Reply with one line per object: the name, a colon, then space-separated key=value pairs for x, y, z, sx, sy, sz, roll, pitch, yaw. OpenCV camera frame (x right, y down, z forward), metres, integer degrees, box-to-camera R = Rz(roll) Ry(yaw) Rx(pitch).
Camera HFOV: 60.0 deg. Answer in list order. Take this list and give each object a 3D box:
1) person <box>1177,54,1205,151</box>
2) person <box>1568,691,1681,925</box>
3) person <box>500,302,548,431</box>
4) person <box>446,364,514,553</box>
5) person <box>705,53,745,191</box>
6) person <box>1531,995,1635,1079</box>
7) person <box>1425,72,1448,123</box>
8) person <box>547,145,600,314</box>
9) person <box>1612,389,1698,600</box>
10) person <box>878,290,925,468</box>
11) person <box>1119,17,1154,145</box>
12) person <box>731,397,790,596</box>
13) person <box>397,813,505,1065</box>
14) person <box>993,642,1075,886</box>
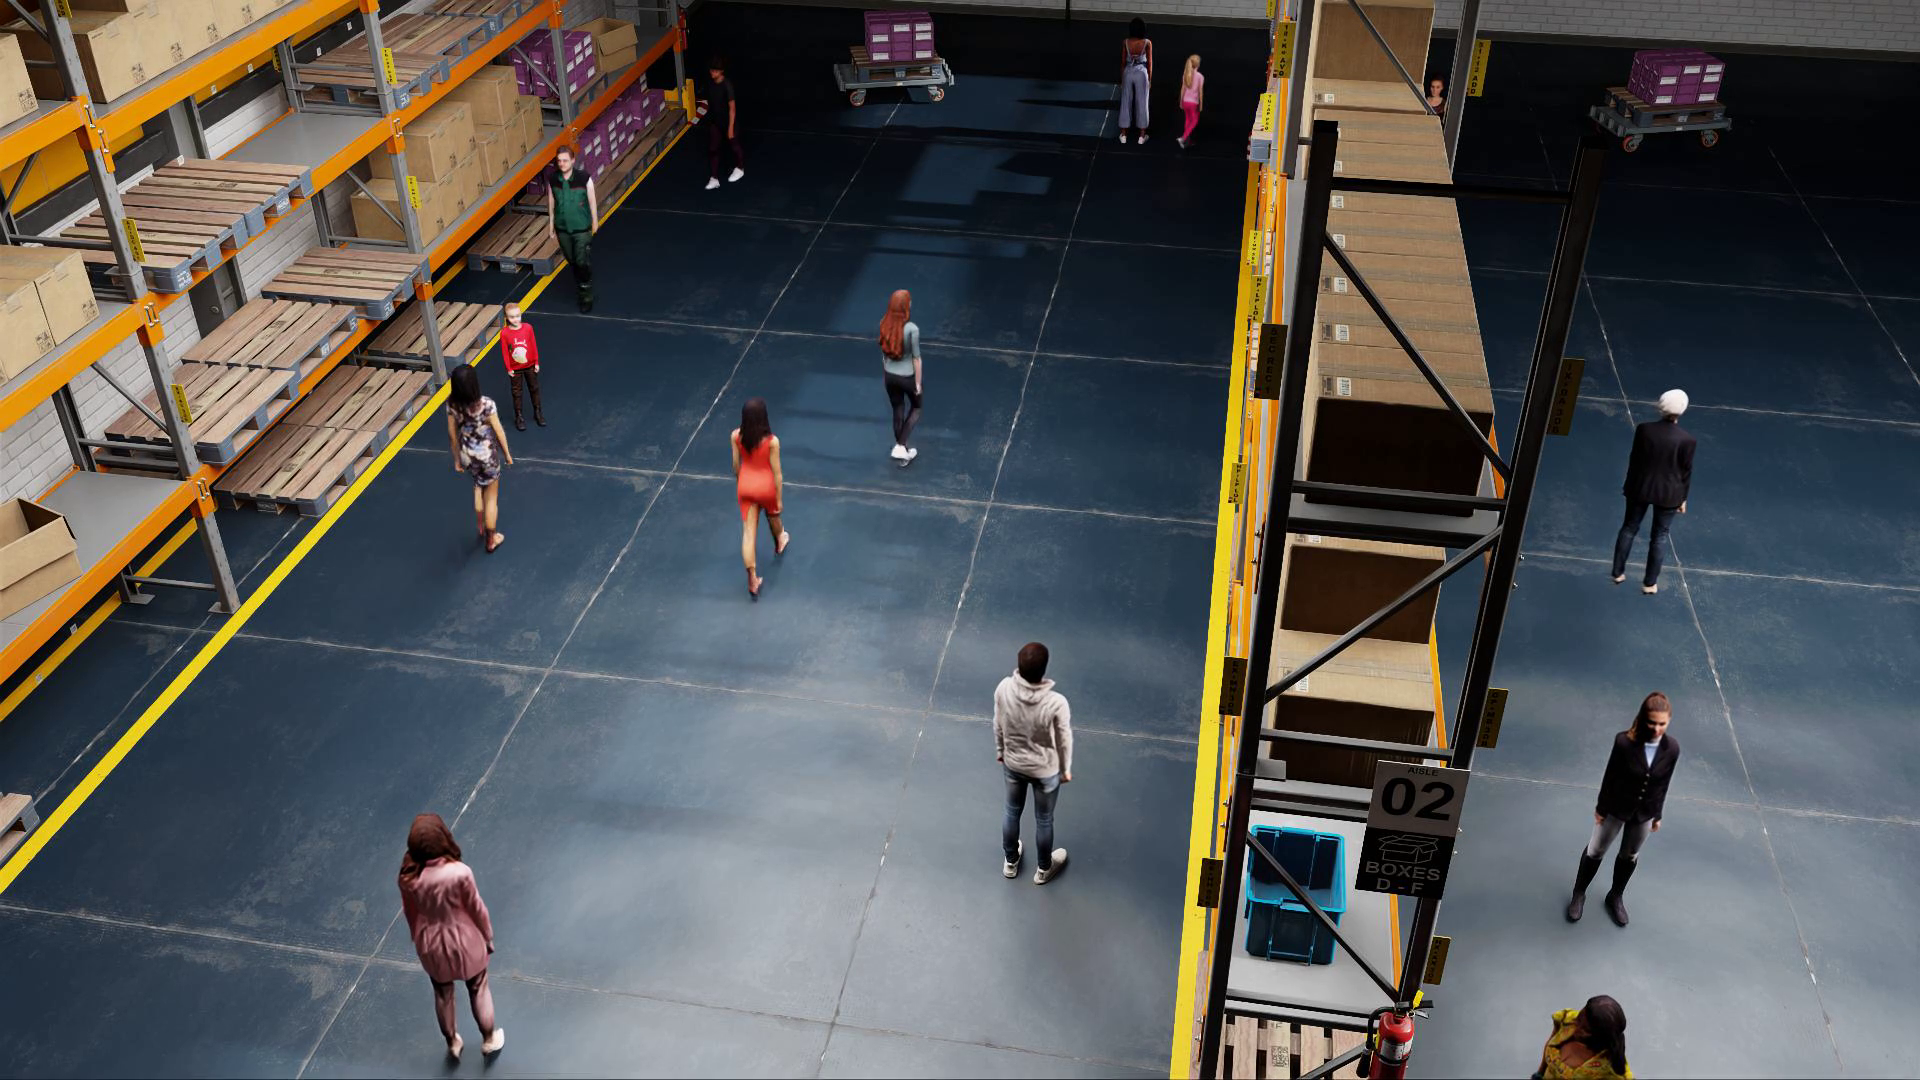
person: x=3.047 y=-5.795 z=22.084 sx=0.687 sy=1.264 sz=0.794 roll=25 pitch=41 yaw=33
person: x=4.177 y=1.691 z=10.402 sx=0.559 sy=1.729 sz=0.543 roll=5 pitch=34 yaw=7
person: x=-4.182 y=-1.678 z=15.875 sx=0.568 sy=1.282 sz=0.622 roll=-18 pitch=38 yaw=-25
person: x=-4.044 y=-0.639 z=13.911 sx=0.593 sy=1.724 sz=0.598 roll=7 pitch=34 yaw=10
person: x=-2.945 y=-5.310 z=20.936 sx=0.799 sy=1.727 sz=1.062 roll=20 pitch=39 yaw=28
person: x=3.156 y=2.935 z=8.592 sx=1.060 sy=1.660 sz=0.956 roll=-13 pitch=36 yaw=-19
person: x=5.711 y=-4.870 z=20.322 sx=0.567 sy=1.675 sz=0.538 roll=5 pitch=34 yaw=8
person: x=-4.156 y=-3.412 z=17.993 sx=0.645 sy=1.824 sz=0.771 roll=5 pitch=34 yaw=7
person: x=5.316 y=-0.351 z=12.616 sx=0.822 sy=1.782 sz=0.761 roll=27 pitch=42 yaw=34
person: x=-0.563 y=-1.418 z=15.073 sx=0.693 sy=1.736 sz=0.729 roll=17 pitch=37 yaw=24
person: x=2.350 y=-6.144 z=22.219 sx=0.566 sy=1.696 sz=0.526 roll=7 pitch=34 yaw=10
person: x=-1.667 y=-0.333 z=13.501 sx=0.589 sy=1.668 sz=1.098 roll=6 pitch=34 yaw=8
person: x=-2.892 y=2.293 z=9.433 sx=0.662 sy=1.799 sz=0.619 roll=-3 pitch=34 yaw=-5
person: x=0.448 y=1.432 z=10.680 sx=0.710 sy=1.852 sz=0.631 roll=12 pitch=35 yaw=17
